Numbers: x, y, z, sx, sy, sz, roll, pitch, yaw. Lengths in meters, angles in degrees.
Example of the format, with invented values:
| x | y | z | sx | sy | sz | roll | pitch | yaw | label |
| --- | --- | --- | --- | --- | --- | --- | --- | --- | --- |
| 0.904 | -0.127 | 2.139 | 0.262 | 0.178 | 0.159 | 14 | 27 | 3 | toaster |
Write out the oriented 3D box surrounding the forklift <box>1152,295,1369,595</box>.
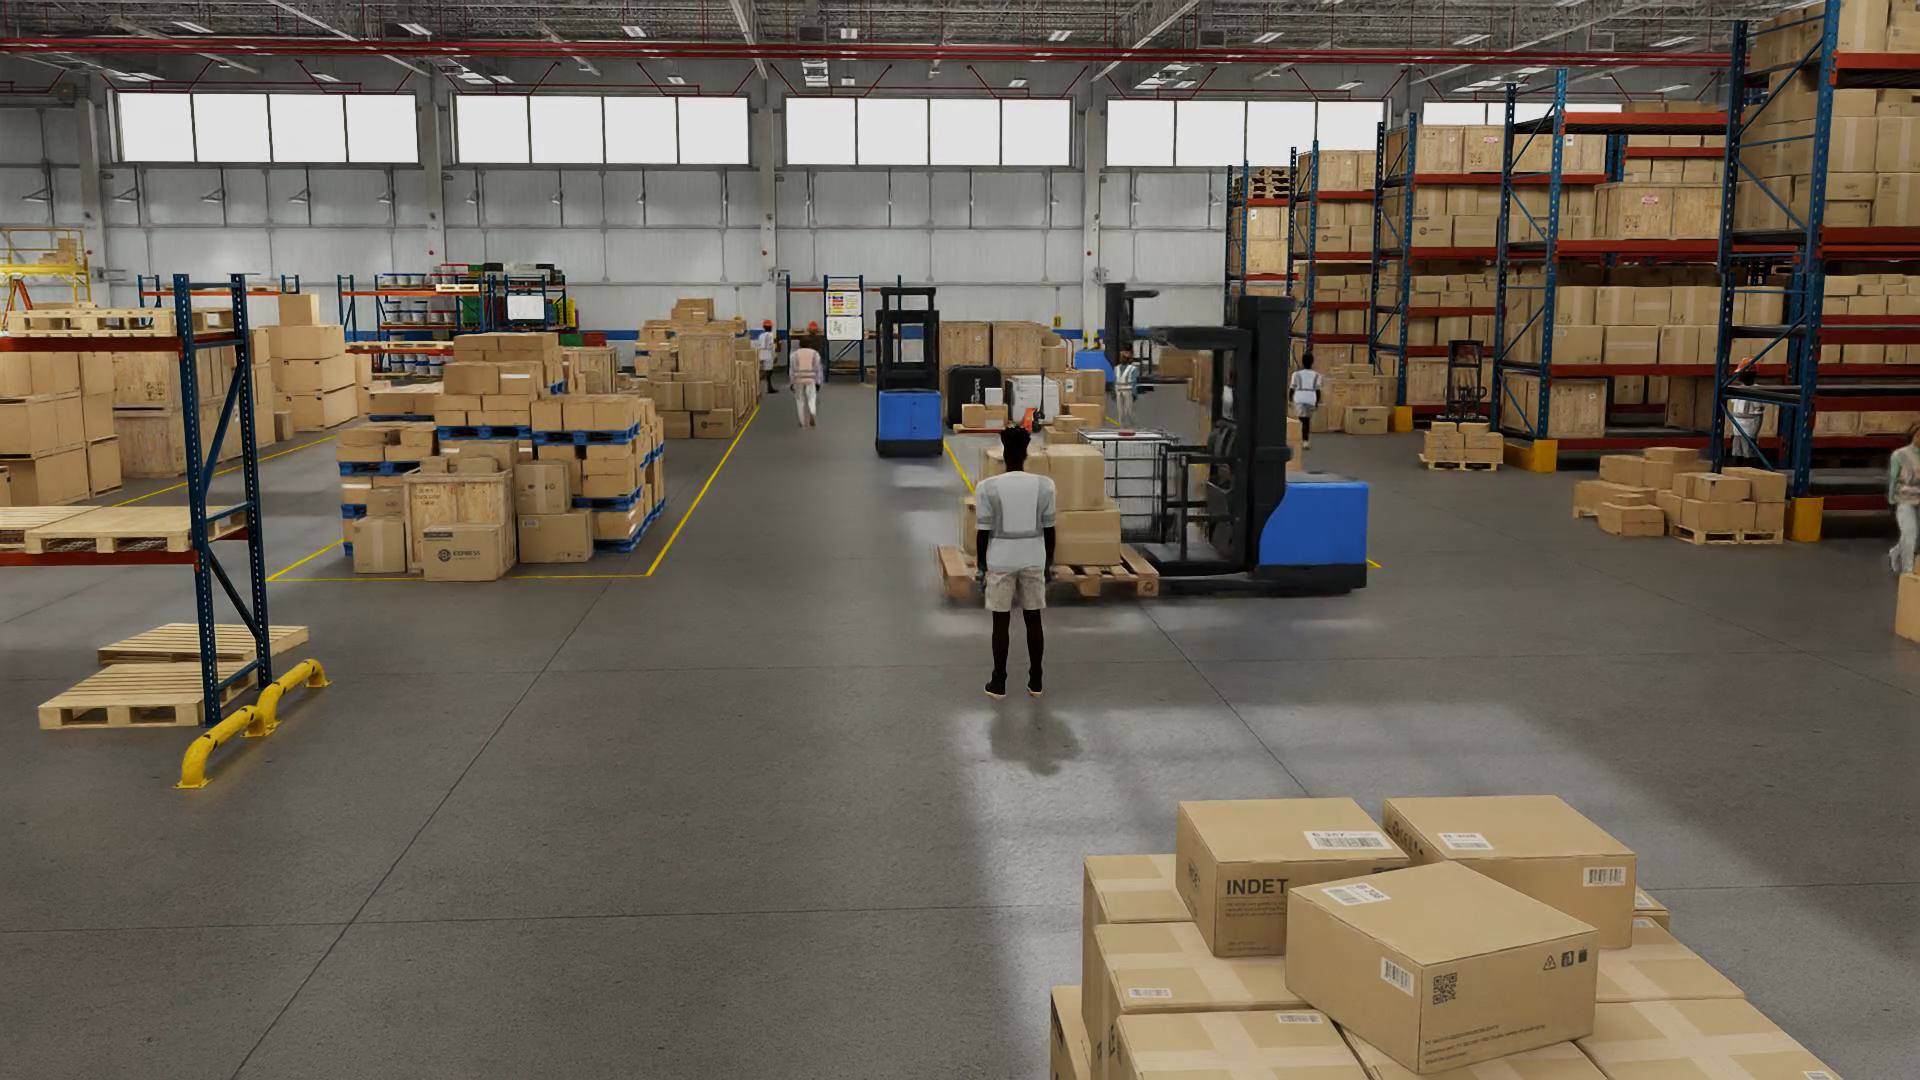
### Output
| x | y | z | sx | sy | sz | roll | pitch | yaw | label |
| --- | --- | --- | --- | --- | --- | --- | --- | --- | --- |
| 2.892 | -0.938 | 15.918 | 1.873 | 2.768 | 1.129 | -1 | 9 | -4 | forklift |

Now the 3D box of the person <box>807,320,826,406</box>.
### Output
| x | y | z | sx | sy | sz | roll | pitch | yaw | label |
| --- | --- | --- | --- | --- | --- | --- | --- | --- | --- |
| -3.399 | -4.106 | 38.630 | 0.620 | 1.978 | 0.461 | -3 | 9 | -16 | person |

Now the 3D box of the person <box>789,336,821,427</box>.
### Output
| x | y | z | sx | sy | sz | roll | pitch | yaw | label |
| --- | --- | --- | --- | --- | --- | --- | --- | --- | --- |
| -3.077 | -3.136 | 33.031 | 0.632 | 1.824 | 0.544 | -2 | 9 | -14 | person |

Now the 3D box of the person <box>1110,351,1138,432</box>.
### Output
| x | y | z | sx | sy | sz | roll | pitch | yaw | label |
| --- | --- | --- | --- | --- | --- | --- | --- | --- | --- |
| 3.051 | -2.706 | 30.969 | 0.519 | 1.627 | 0.364 | 8 | 12 | 42 | person |

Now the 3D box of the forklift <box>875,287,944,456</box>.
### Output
| x | y | z | sx | sy | sz | roll | pitch | yaw | label |
| --- | --- | --- | --- | --- | --- | --- | --- | --- | --- |
| -0.871 | -2.887 | 28.157 | 1.129 | 2.768 | 1.873 | -1 | 9 | -4 | forklift |

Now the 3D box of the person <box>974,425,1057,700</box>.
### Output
| x | y | z | sx | sy | sz | roll | pitch | yaw | label |
| --- | --- | --- | --- | --- | --- | --- | --- | --- | --- |
| 0.391 | 0.162 | 11.872 | 0.607 | 1.966 | 0.367 | -2 | 9 | -12 | person |

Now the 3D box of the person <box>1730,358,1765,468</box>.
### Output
| x | y | z | sx | sy | sz | roll | pitch | yaw | label |
| --- | --- | --- | --- | --- | --- | --- | --- | --- | --- |
| 10.323 | -1.420 | 21.893 | 0.361 | 1.939 | 0.542 | -1 | 9 | -7 | person |

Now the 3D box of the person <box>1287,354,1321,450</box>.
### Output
| x | y | z | sx | sy | sz | roll | pitch | yaw | label |
| --- | --- | --- | --- | --- | --- | --- | --- | --- | --- |
| 6.011 | -2.401 | 28.940 | 0.534 | 1.656 | 0.864 | -1 | 9 | -7 | person |

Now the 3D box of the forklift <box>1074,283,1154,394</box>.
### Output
| x | y | z | sx | sy | sz | roll | pitch | yaw | label |
| --- | --- | --- | --- | --- | --- | --- | --- | --- | --- |
| 3.939 | -5.189 | 42.614 | 1.873 | 2.768 | 1.129 | 3 | 10 | 19 | forklift |

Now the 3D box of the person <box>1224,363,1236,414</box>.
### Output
| x | y | z | sx | sy | sz | roll | pitch | yaw | label |
| --- | --- | --- | --- | --- | --- | --- | --- | --- | --- |
| 3.464 | -1.333 | 21.435 | 0.641 | 1.920 | 0.834 | -5 | 11 | -31 | person |

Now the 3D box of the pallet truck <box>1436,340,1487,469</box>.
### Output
| x | y | z | sx | sy | sz | roll | pitch | yaw | label |
| --- | --- | --- | --- | --- | --- | --- | --- | --- | --- |
| 8.004 | -2.170 | 26.422 | 0.823 | 1.965 | 1.885 | 2 | 9 | 14 | pallet truck |

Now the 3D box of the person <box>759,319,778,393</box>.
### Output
| x | y | z | sx | sy | sz | roll | pitch | yaw | label |
| --- | --- | --- | --- | --- | --- | --- | --- | --- | --- |
| -4.981 | -4.666 | 42.362 | 0.736 | 1.914 | 0.560 | -6 | 11 | -35 | person |

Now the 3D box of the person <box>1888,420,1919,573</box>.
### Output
| x | y | z | sx | sy | sz | roll | pitch | yaw | label |
| --- | --- | --- | --- | --- | --- | --- | --- | --- | --- |
| 9.385 | -0.382 | 16.421 | 0.521 | 1.616 | 0.673 | -1 | 9 | -6 | person |
